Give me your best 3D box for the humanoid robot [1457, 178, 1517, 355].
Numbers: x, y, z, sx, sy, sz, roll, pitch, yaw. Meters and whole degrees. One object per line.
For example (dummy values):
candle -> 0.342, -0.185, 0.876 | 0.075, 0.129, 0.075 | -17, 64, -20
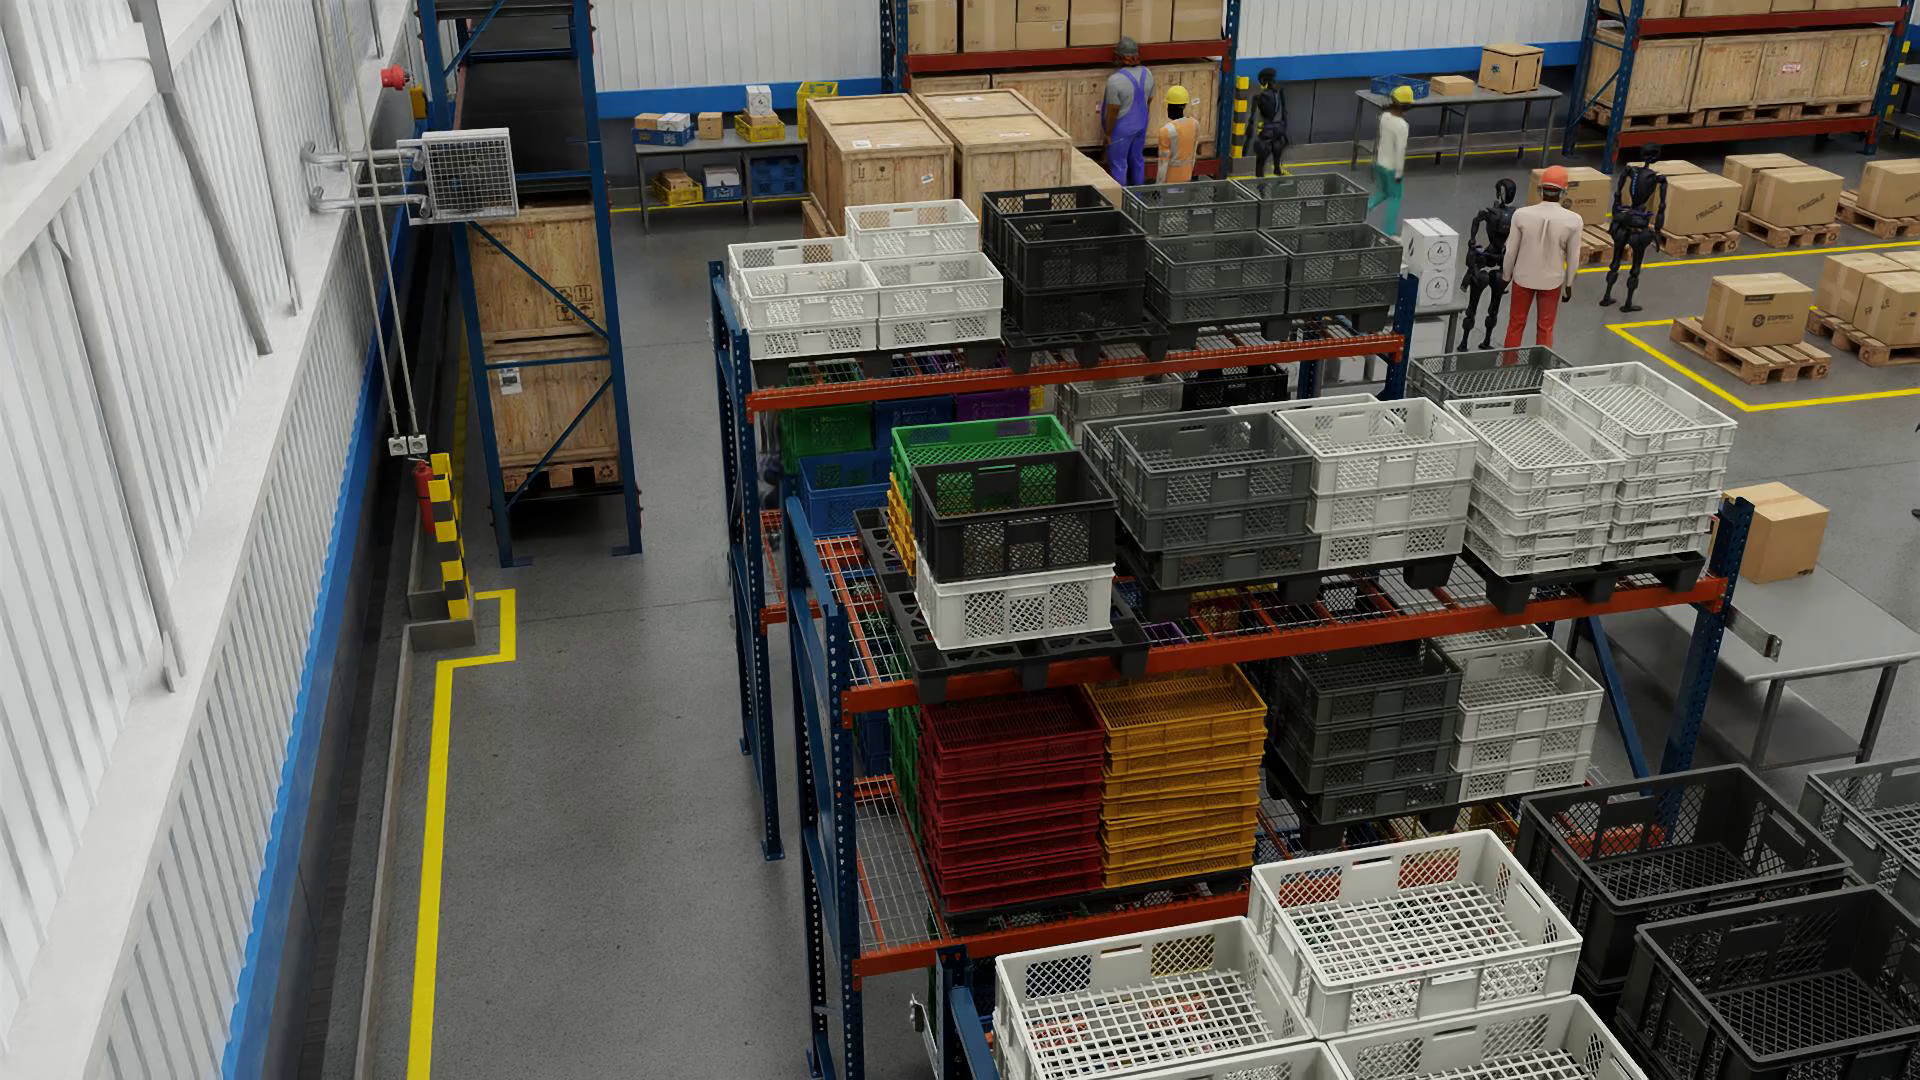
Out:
humanoid robot -> 4.883, -2.491, 15.244 | 0.587, 1.660, 0.326 | -6, 28, -11

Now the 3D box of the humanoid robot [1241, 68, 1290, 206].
humanoid robot -> 3.630, -4.721, 19.522 | 0.670, 1.641, 0.362 | -18, 33, -30

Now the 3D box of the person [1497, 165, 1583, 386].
person -> 5.046, -2.274, 14.514 | 0.621, 1.989, 0.397 | 10, 29, 18

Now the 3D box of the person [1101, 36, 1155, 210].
person -> 1.872, -4.766, 19.191 | 0.680, 2.000, 0.537 | -21, 34, -34

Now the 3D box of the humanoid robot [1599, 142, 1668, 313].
humanoid robot -> 6.649, -3.098, 16.399 | 0.325, 1.657, 0.596 | -18, 33, -30

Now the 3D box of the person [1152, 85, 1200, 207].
person -> 2.241, -3.794, 17.467 | 0.360, 1.927, 0.586 | 25, 37, 39

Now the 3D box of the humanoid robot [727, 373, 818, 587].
humanoid robot -> -1.253, -0.390, 11.304 | 0.672, 1.627, 0.599 | 9, 29, 16

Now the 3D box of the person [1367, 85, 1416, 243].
person -> 4.679, -4.109, 18.250 | 0.558, 1.747, 0.534 | -9, 29, -16

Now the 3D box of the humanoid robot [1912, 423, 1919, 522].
humanoid robot -> 7.408, -0.895, 12.220 | 0.609, 1.656, 0.315 | 8, 29, 15
